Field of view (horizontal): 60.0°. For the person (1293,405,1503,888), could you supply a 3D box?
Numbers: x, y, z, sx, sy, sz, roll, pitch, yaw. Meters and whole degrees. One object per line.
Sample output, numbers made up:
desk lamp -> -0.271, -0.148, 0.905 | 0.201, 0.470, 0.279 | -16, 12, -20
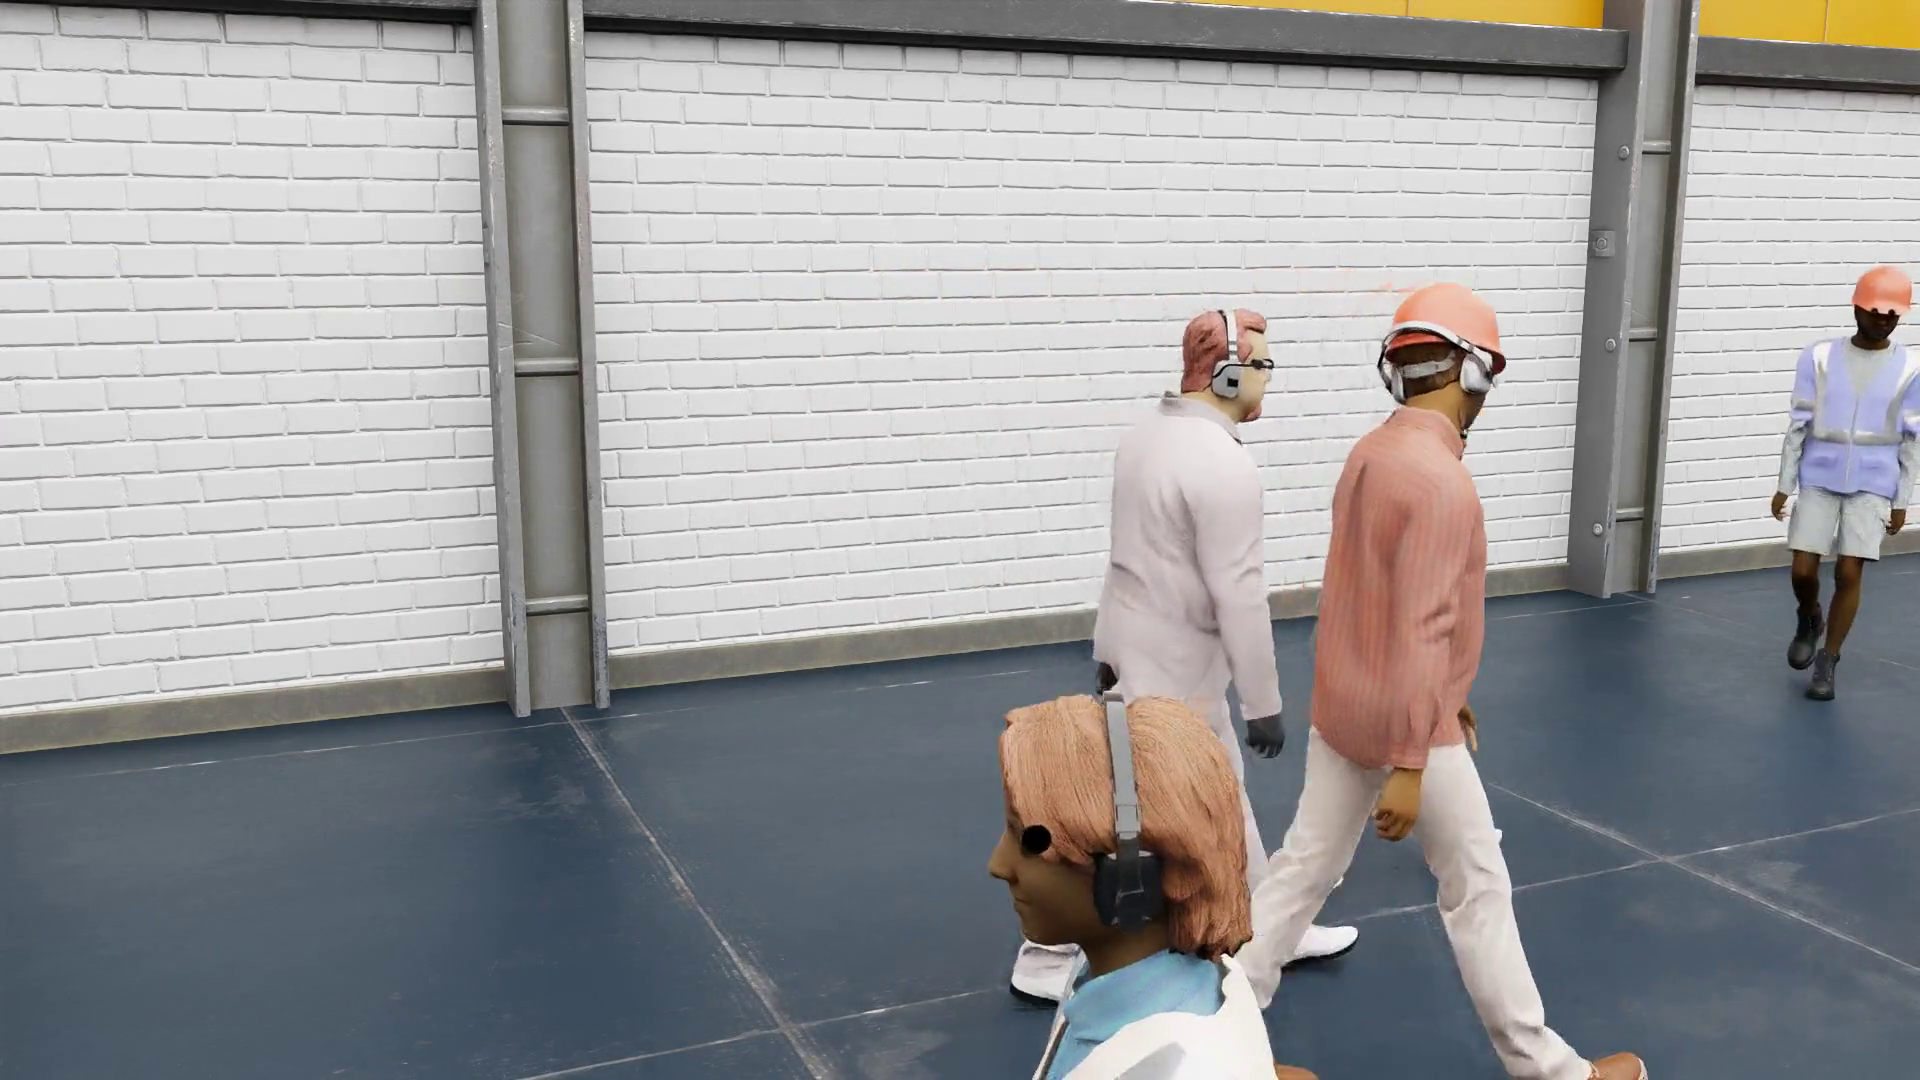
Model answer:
person -> 1.358, 0.313, 5.132 | 0.844, 1.571, 0.555 | -3, 11, -15

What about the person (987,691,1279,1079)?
person -> 0.157, 0.934, 1.602 | 0.362, 1.629, 0.532 | 2, 10, 9

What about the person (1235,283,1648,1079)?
person -> 1.019, 0.397, 3.757 | 1.032, 1.923, 0.621 | -1, 10, -7

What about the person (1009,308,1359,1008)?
person -> 0.592, 0.326, 4.352 | 1.018, 1.848, 0.653 | -2, 10, -9

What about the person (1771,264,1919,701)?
person -> 3.911, -0.250, 7.329 | 0.583, 1.914, 0.546 | 6, 12, 29
